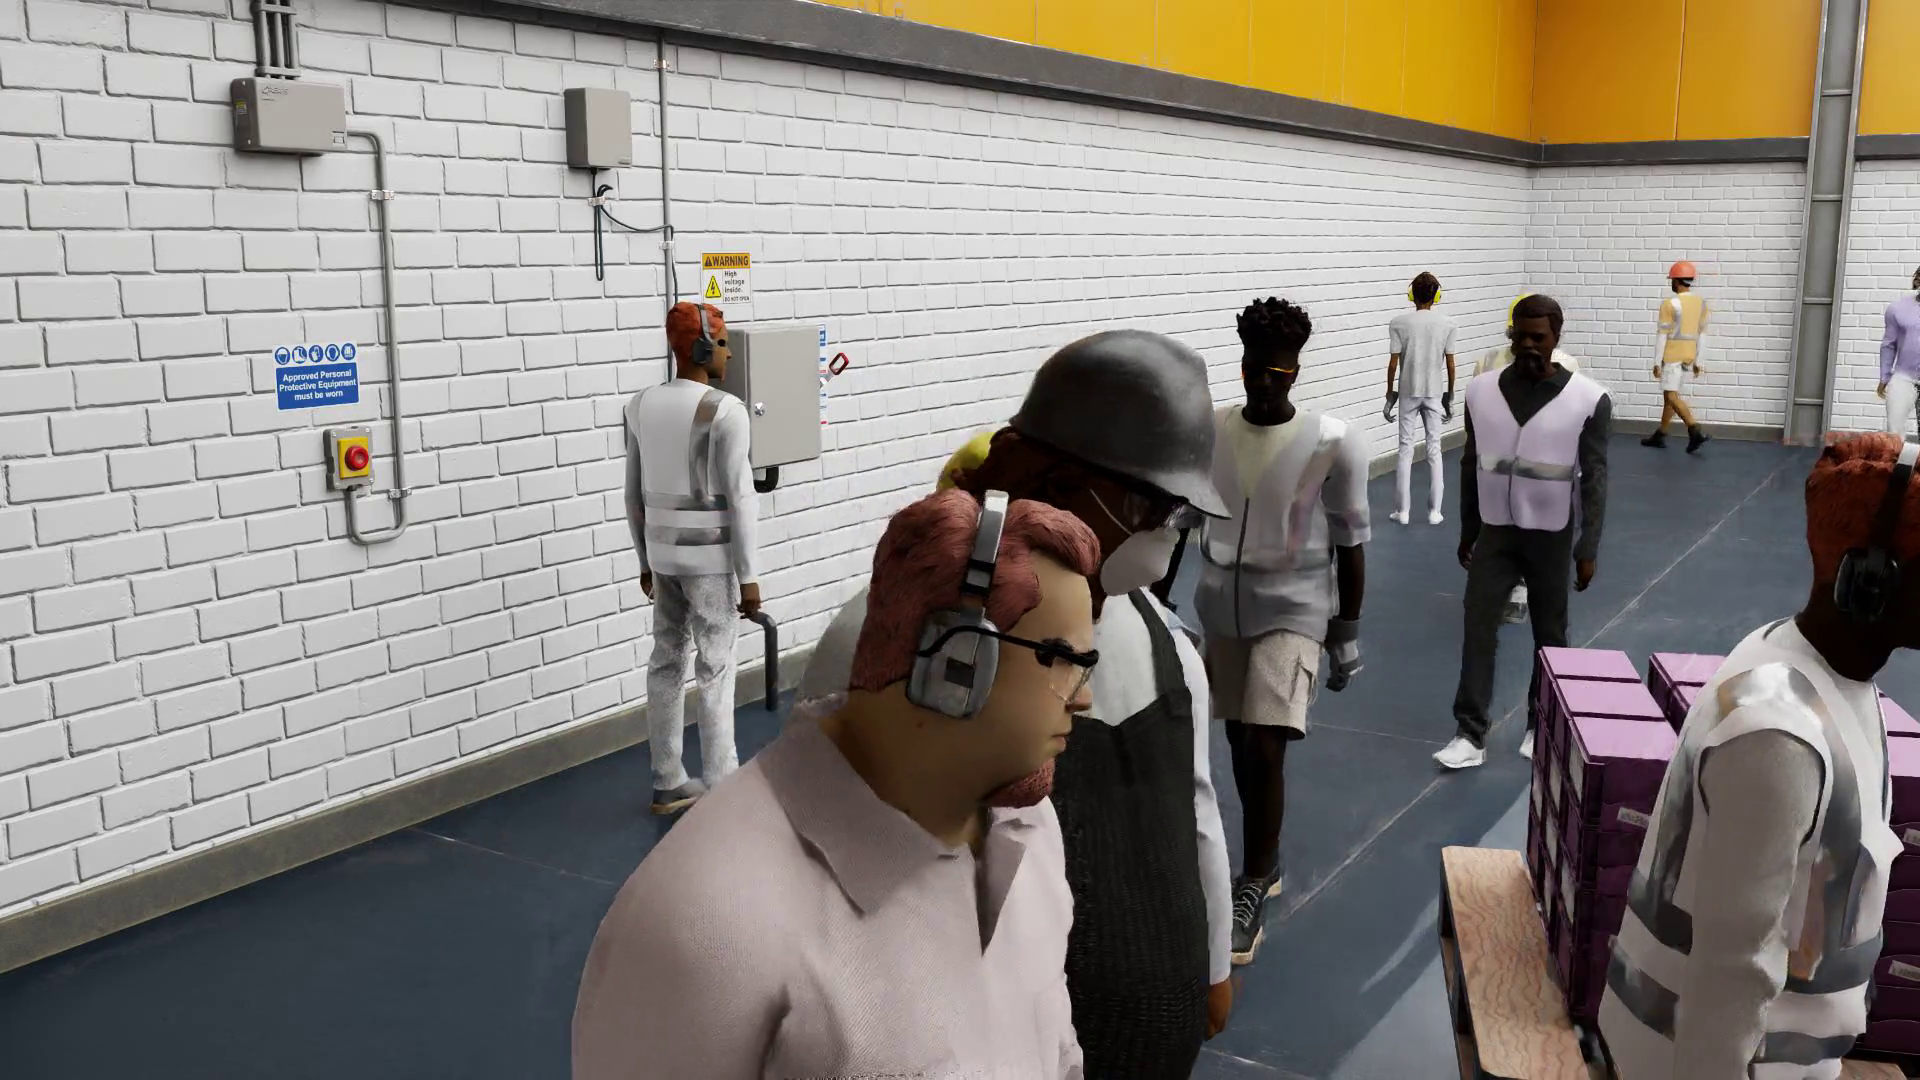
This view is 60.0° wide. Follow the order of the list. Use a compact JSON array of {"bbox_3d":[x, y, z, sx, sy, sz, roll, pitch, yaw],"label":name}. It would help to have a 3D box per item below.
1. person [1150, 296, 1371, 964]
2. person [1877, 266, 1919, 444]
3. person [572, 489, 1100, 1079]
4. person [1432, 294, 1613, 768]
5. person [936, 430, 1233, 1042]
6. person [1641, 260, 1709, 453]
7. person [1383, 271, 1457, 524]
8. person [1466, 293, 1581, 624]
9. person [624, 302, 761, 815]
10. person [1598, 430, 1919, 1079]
[{"bbox_3d":[0.833,0.255,4.940,0.630,1.925,0.857,7,13,35],"label":"person"},{"bbox_3d":[7.812,-1.292,13.587,0.655,1.906,0.900,9,13,40],"label":"person"},{"bbox_3d":[-0.123,0.870,1.723,0.524,1.867,0.681,6,12,29],"label":"person"},{"bbox_3d":[2.203,-0.008,6.556,0.613,1.883,0.876,8,13,37],"label":"person"},{"bbox_3d":[0.142,0.696,2.899,0.621,1.792,0.470,7,13,35],"label":"person"},{"bbox_3d":[7.177,-1.824,16.549,0.553,1.909,0.904,-4,11,-22],"label":"person"},{"bbox_3d":[3.406,-1.041,12.343,0.514,1.861,0.327,2,10,9],"label":"person"},{"bbox_3d":[3.105,-0.456,9.207,0.606,1.816,0.467,5,11,26],"label":"person"},{"bbox_3d":[-0.953,0.089,6.013,0.578,1.881,0.346,7,12,35],"label":"person"},{"bbox_3d":[1.078,0.748,2.444,0.614,1.861,0.588,7,12,35],"label":"person"}]
